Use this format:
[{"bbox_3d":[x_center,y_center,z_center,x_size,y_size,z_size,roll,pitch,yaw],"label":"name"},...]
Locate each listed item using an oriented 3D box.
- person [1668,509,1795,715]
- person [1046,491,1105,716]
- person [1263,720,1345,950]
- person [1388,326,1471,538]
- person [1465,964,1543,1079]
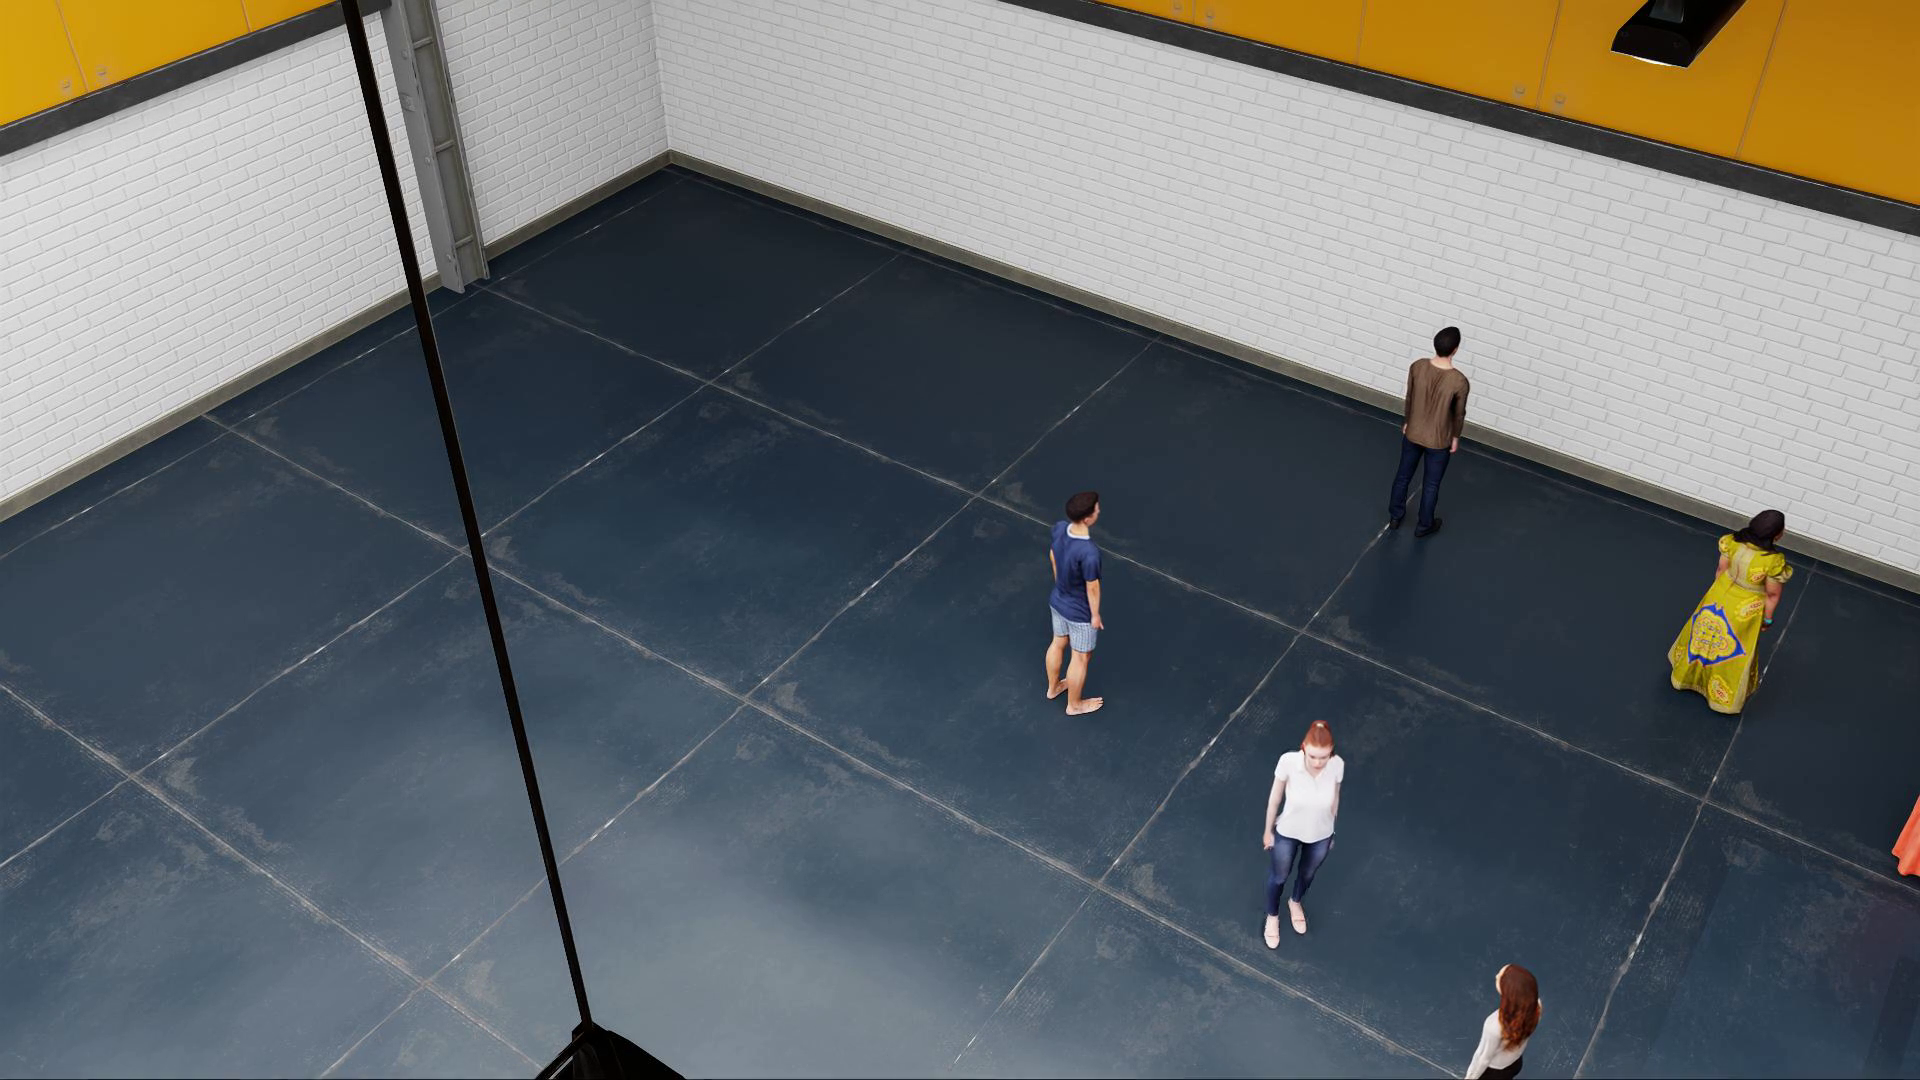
[{"bbox_3d":[5.426,0.463,11.600,0.936,1.660,0.965,-22,44,-26],"label":"person"},{"bbox_3d":[0.790,0.430,11.492,0.664,1.846,0.691,-23,44,-26],"label":"person"},{"bbox_3d":[2.046,1.728,9.954,0.711,1.738,0.759,0,39,0],"label":"person"},{"bbox_3d":[3.682,-0.844,13.053,0.644,1.889,0.561,25,45,28],"label":"person"},{"bbox_3d":[2.869,2.777,8.845,0.534,1.482,0.667,-22,44,-25],"label":"person"}]
